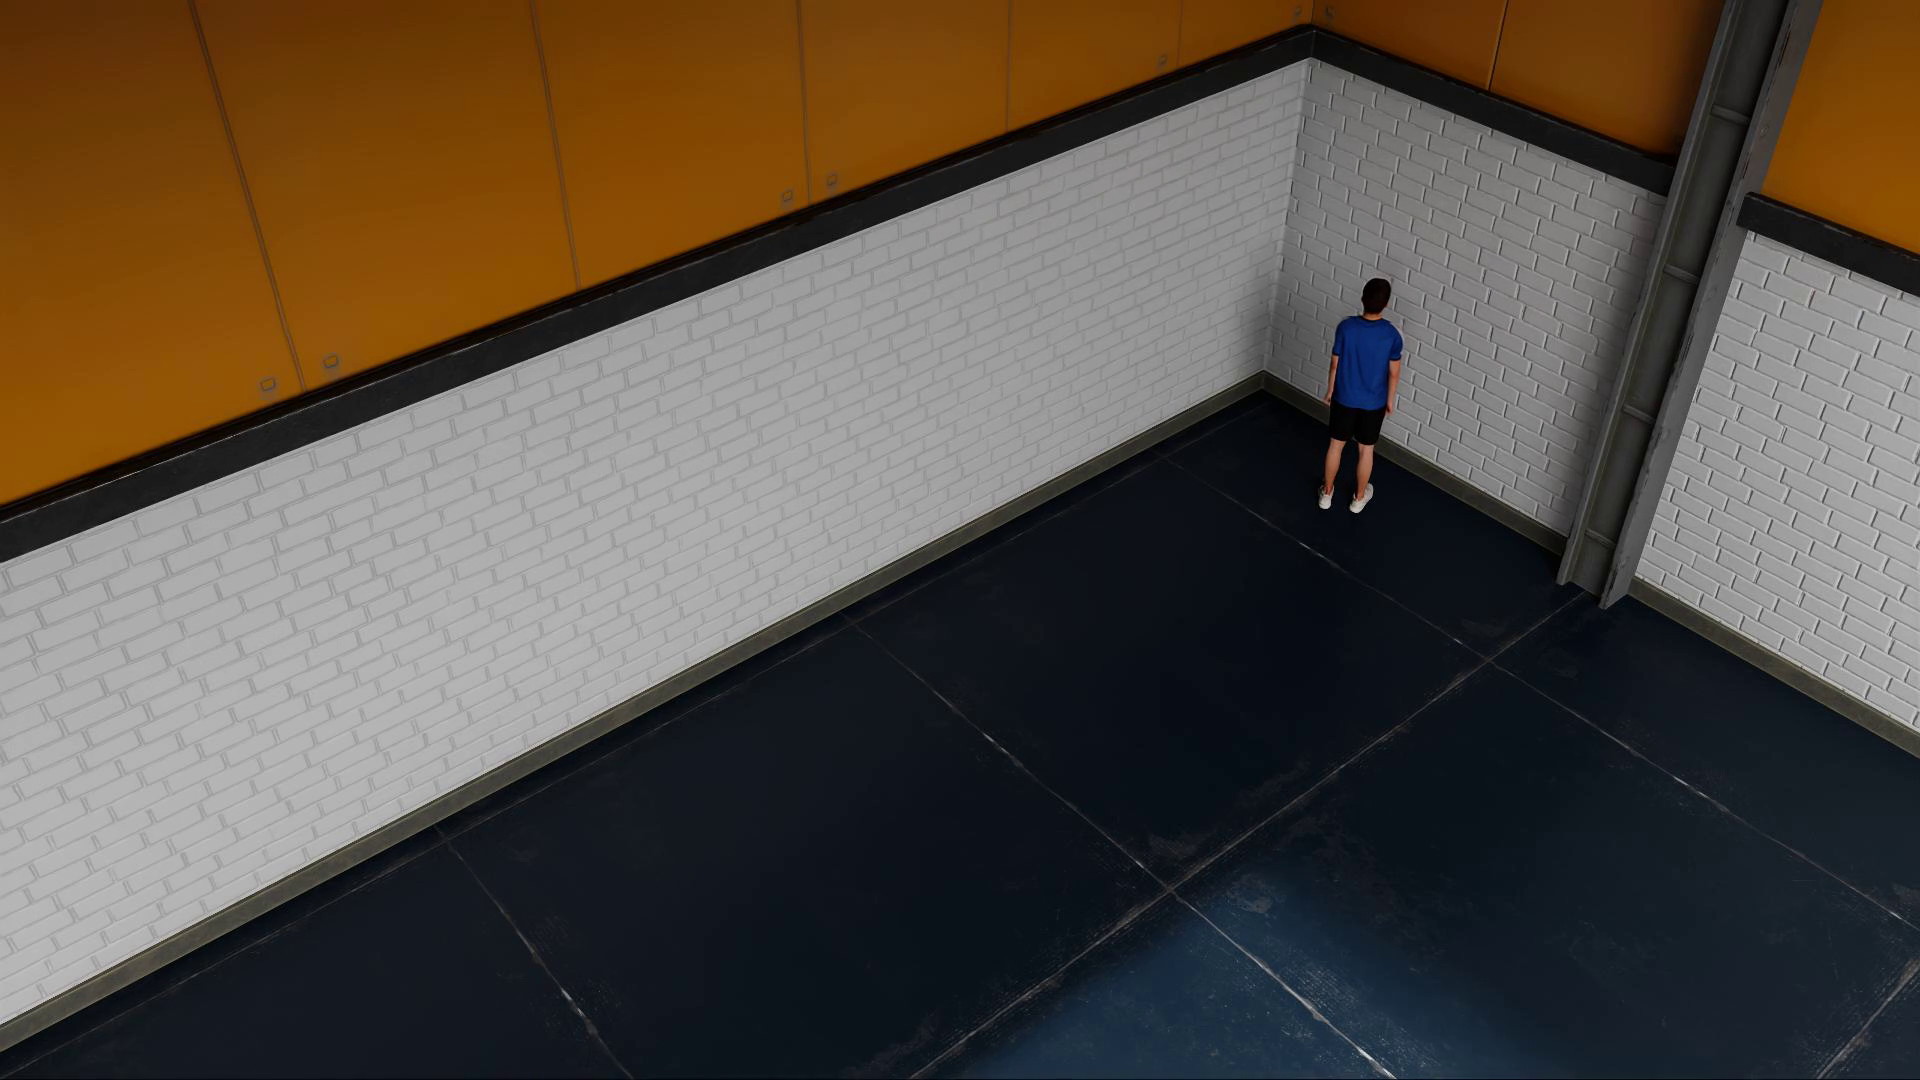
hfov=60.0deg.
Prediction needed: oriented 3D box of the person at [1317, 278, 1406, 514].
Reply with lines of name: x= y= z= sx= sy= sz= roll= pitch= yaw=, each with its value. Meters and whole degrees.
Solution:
person: x=2.830 y=-1.025 z=11.788 sx=0.700 sy=1.866 sz=0.799 roll=10 pitch=40 yaw=13
